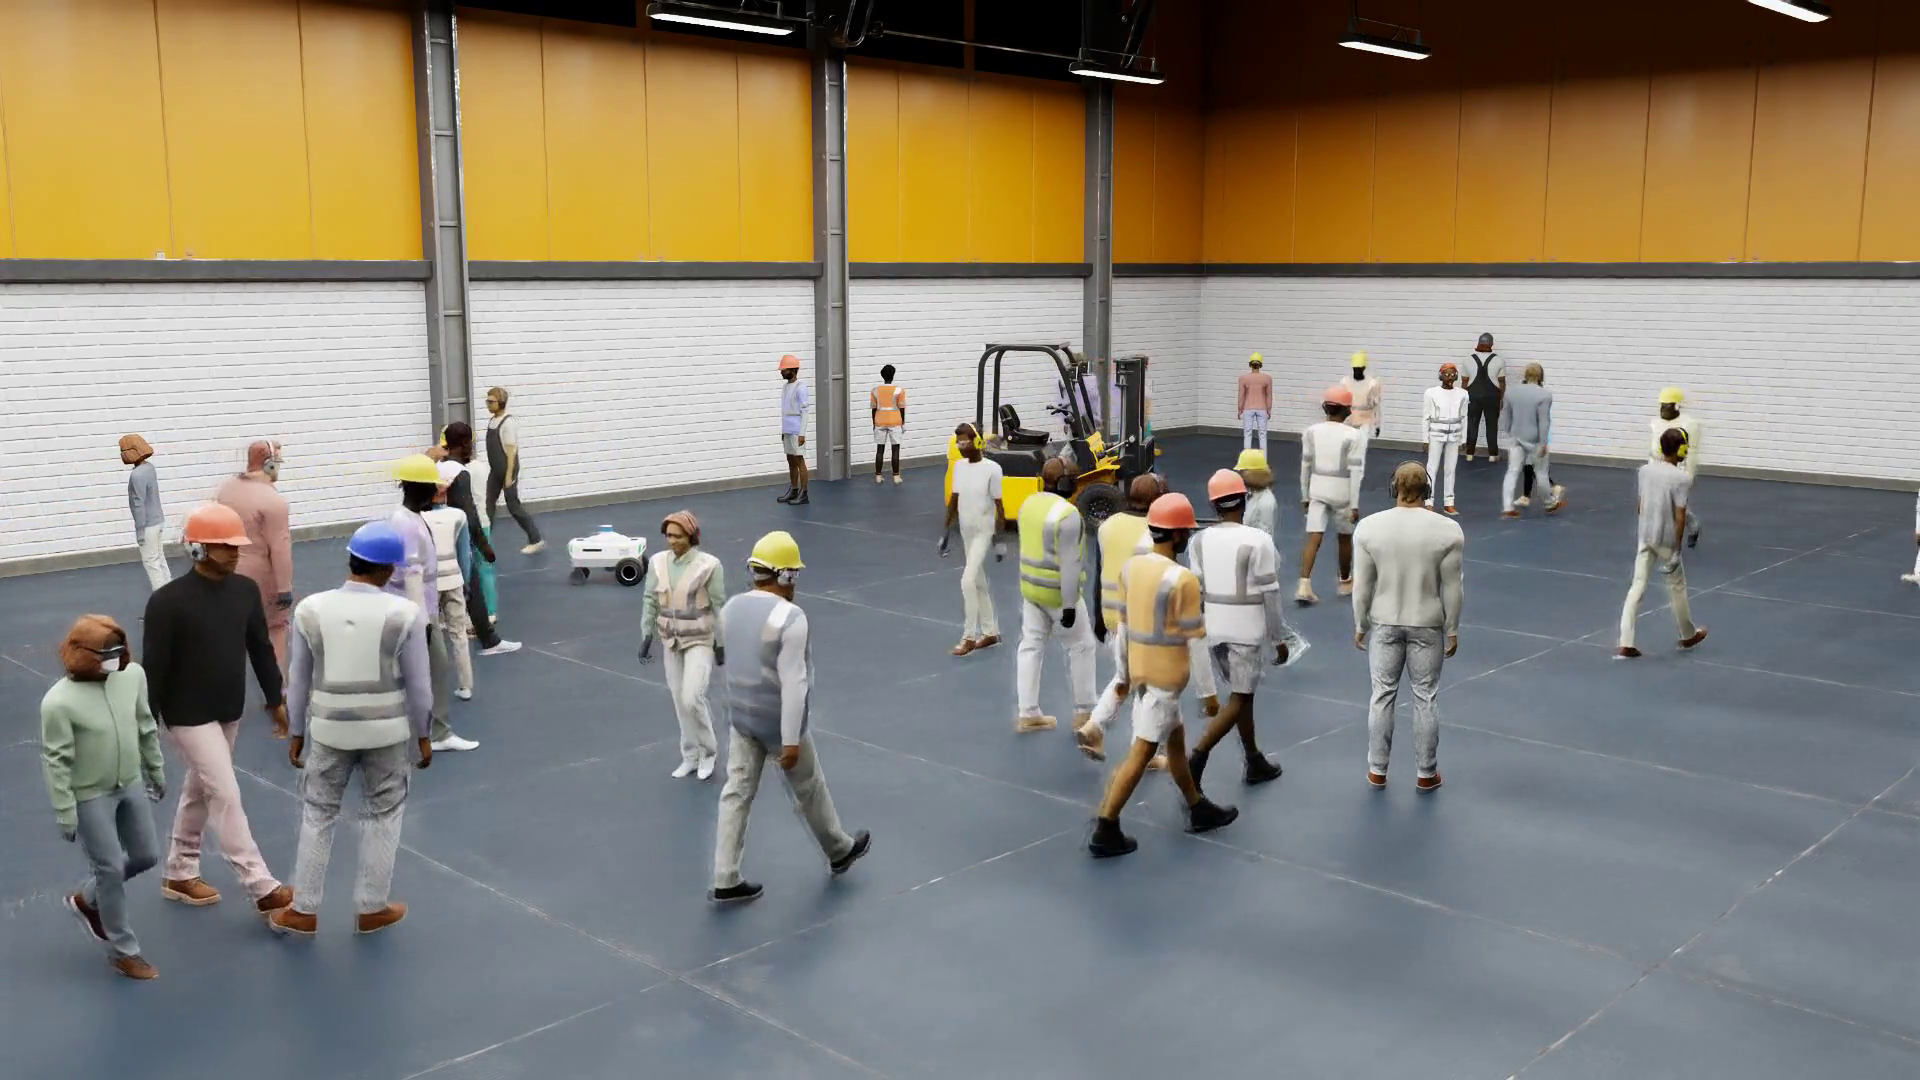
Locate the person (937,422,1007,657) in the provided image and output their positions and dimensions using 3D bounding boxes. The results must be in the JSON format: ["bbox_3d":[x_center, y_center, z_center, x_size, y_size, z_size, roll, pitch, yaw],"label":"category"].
[{"bbox_3d":[0.044,-0.009,13.105,0.766,1.832,0.507,-8,12,-40],"label":"person"}]

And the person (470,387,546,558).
[{"bbox_3d":[-4.823,-0.716,17.541,0.871,1.811,0.531,-8,12,-41],"label":"person"}]

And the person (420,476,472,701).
[{"bbox_3d":[-3.637,0.341,11.561,0.522,1.638,0.310,-9,13,-43],"label":"person"}]

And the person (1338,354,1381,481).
[{"bbox_3d":[5.466,-1.629,22.934,0.616,1.869,1.006,4,10,24],"label":"person"}]

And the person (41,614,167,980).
[{"bbox_3d":[-3.684,1.081,7.100,0.517,1.610,0.548,4,10,23],"label":"person"}]

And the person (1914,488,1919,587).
[{"bbox_3d":[7.992,-0.075,13.423,0.447,1.868,0.574,-7,11,-36],"label":"person"}]

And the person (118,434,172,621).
[{"bbox_3d":[-7.038,-0.109,14.385,0.311,1.624,0.493,-2,9,-12],"label":"person"}]

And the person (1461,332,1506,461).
[{"bbox_3d":[8.282,-2.264,26.308,0.673,2.000,0.536,4,10,24],"label":"person"}]

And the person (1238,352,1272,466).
[{"bbox_3d":[4.487,-1.969,25.338,0.526,1.769,0.328,1,9,6],"label":"person"}]

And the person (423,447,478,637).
[{"bbox_3d":[-4.330,0.028,13.660,0.879,1.582,0.520,-1,9,-6],"label":"person"}]

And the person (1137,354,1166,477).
[{"bbox_3d":[2.603,-1.745,23.808,0.873,1.807,0.584,-9,13,-43],"label":"person"}]

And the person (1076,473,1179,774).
[{"bbox_3d":[1.034,0.509,9.973,0.525,1.822,0.668,-7,11,-36],"label":"person"}]

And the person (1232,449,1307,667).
[{"bbox_3d":[2.278,0.173,12.342,0.554,1.721,0.518,-1,9,-5],"label":"person"}]

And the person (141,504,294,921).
[{"bbox_3d":[-3.422,0.804,7.774,0.970,1.944,0.633,3,10,18],"label":"person"}]

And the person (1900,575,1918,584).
[{"bbox_3d":[9.437,-0.504,15.630,0.866,2.008,0.630,7,11,36],"label":"person"}]

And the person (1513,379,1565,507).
[{"bbox_3d":[7.341,-1.228,21.068,0.596,1.670,0.542,4,10,25],"label":"person"}]

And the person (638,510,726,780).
[{"bbox_3d":[-1.630,0.628,9.848,0.509,1.622,0.383,5,10,28],"label":"person"}]

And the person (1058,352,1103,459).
[{"bbox_3d":[1.631,-1.699,23.324,1.015,1.891,0.628,7,12,37],"label":"person"}]

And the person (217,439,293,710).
[{"bbox_3d":[-4.826,0.262,11.304,0.674,1.886,0.603,6,11,33],"label":"person"}]

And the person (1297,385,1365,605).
[{"bbox_3d":[3.360,-0.412,15.106,0.621,1.999,1.025,7,11,36],"label":"person"}]

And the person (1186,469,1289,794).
[{"bbox_3d":[1.527,0.541,9.592,0.903,1.889,0.566,-8,12,-40],"label":"person"}]

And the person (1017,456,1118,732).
[{"bbox_3d":[0.712,0.352,10.951,0.809,1.811,0.651,-6,11,-31],"label":"person"}]

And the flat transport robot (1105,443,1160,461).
[{"bbox_3d":[2.544,-1.419,26.538,0.652,0.197,1.431,7,12,38],"label":"flat transport robot"}]

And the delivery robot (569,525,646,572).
[{"bbox_3d":[-3.406,0.099,16.074,0.707,0.478,0.477,-1,9,-3],"label":"delivery robot"}]

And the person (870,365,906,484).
[{"bbox_3d":[-1.012,-1.631,23.511,0.530,1.689,0.321,3,10,18],"label":"person"}]

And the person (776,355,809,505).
[{"bbox_3d":[-2.168,-1.417,21.432,0.374,1.935,0.552,-6,11,-33],"label":"person"}]

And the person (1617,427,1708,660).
[{"bbox_3d":[5.525,0.019,13.041,1.021,1.806,0.502,-7,11,-36],"label":"person"}]

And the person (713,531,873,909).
[{"bbox_3d":[-0.856,0.841,8.057,0.614,1.773,0.944,8,12,40],"label":"person"}]

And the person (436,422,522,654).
[{"bbox_3d":[-3.923,0.021,12.870,0.926,1.866,0.579,-5,10,-27],"label":"person"}]

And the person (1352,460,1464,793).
[{"bbox_3d":[2.586,0.504,9.646,0.628,1.940,0.373,3,10,19],"label":"person"}]

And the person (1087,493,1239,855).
[{"bbox_3d":[1.069,0.693,8.674,1.013,1.884,0.566,-5,11,-28],"label":"person"}]

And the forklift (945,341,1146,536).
[{"bbox_3d":[0.977,-1.223,19.452,2.313,2.155,1.214,2,9,11],"label":"forklift"}]

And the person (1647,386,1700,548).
[{"bbox_3d":[7.577,-0.736,17.654,0.707,1.806,0.594,-6,11,-34],"label":"person"}]

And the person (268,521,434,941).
[{"bbox_3d":[-2.794,0.866,7.568,0.797,1.900,0.398,-1,9,-5],"label":"person"}]

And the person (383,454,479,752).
[{"bbox_3d":[-3.461,0.417,10.314,0.772,1.896,0.601,-1,9,-8],"label":"person"}]

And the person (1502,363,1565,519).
[{"bbox_3d":[6.991,-1.205,20.285,0.992,1.885,0.652,-7,12,-36],"label":"person"}]

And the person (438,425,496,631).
[{"bbox_3d":[-4.173,-0.094,13.918,0.556,1.742,0.640,4,10,23],"label":"person"}]

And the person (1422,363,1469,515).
[{"bbox_3d":[5.969,-1.236,20.495,0.581,1.883,0.346,-1,9,-4],"label":"person"}]
